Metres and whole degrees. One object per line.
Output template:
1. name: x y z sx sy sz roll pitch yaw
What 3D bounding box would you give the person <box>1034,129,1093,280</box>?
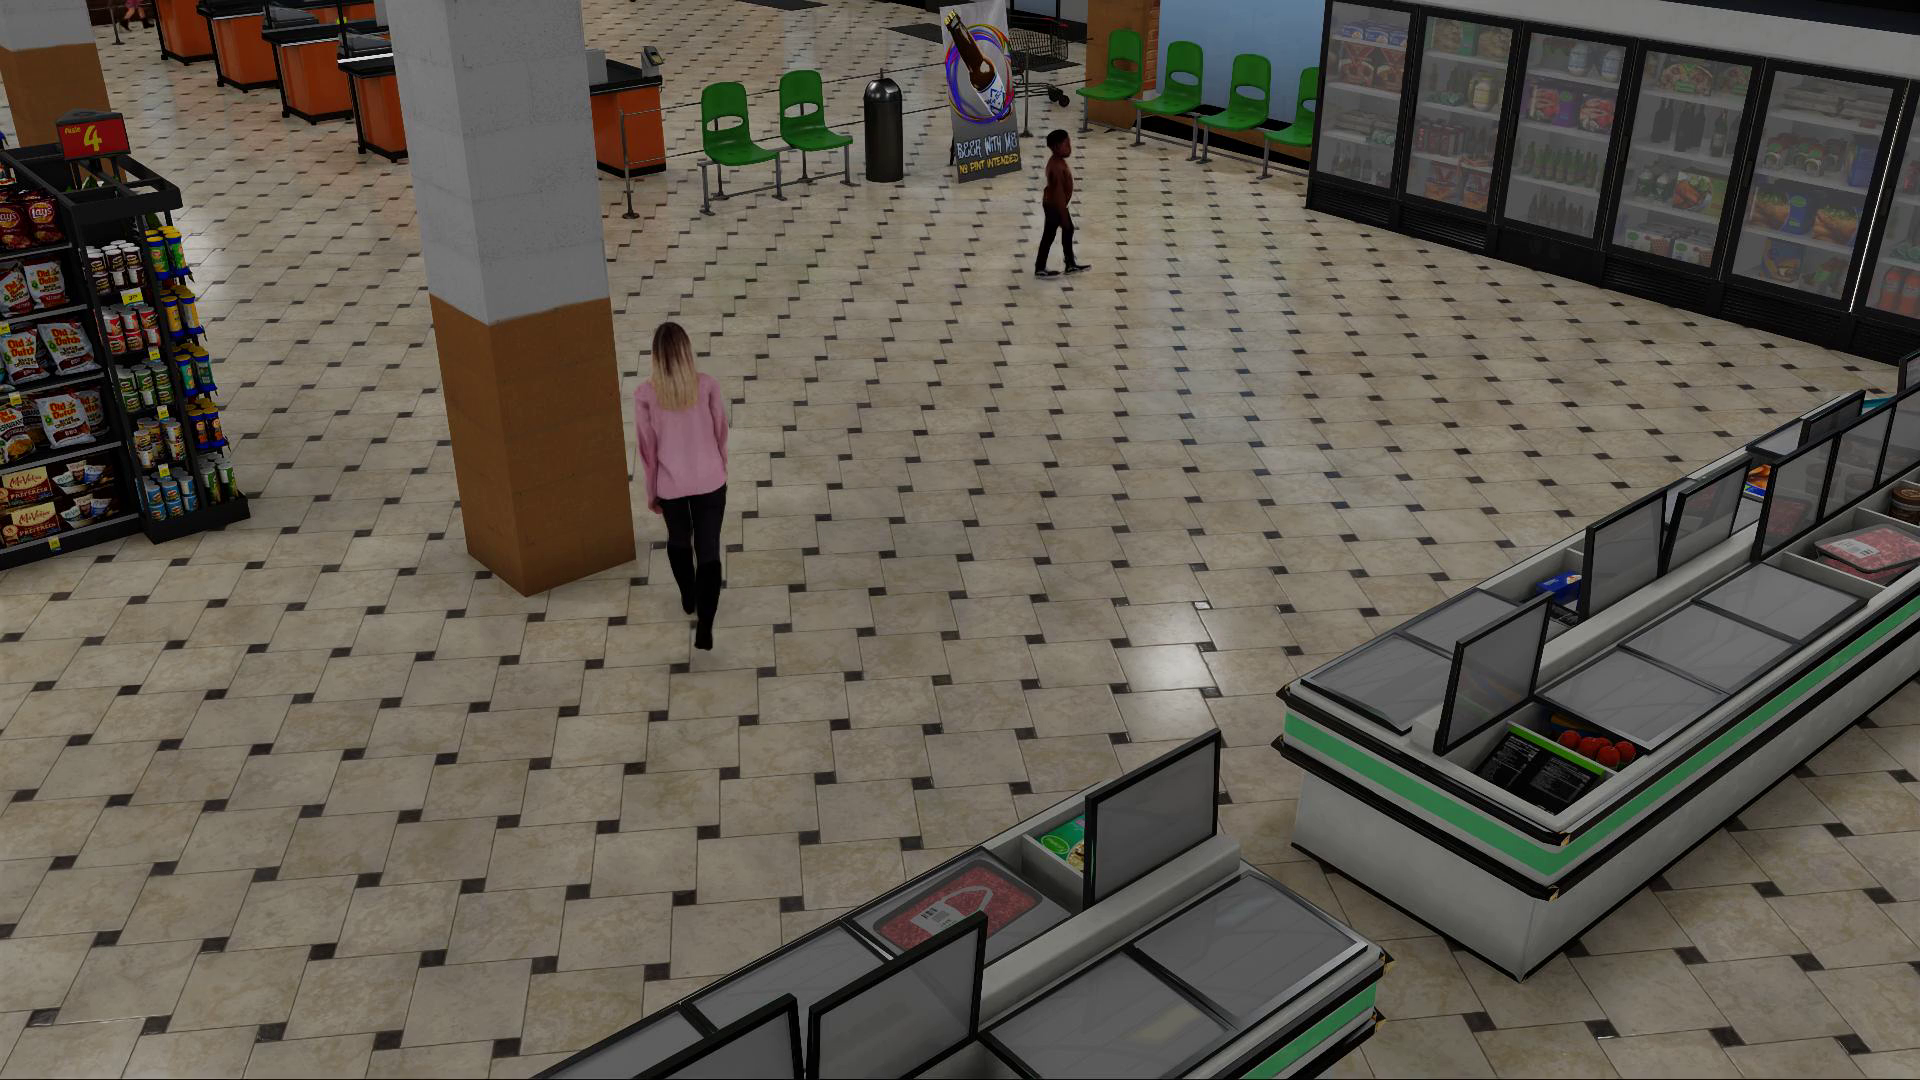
1. person: 0.726 -2.756 13.718 0.819 1.239 0.755 1 27 3

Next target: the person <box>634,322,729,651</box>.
1. person: -1.355 -0.239 8.290 1.093 1.659 1.050 -2 27 -5

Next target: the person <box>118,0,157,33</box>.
1. person: -12.036 -7.895 24.103 0.747 1.012 0.460 -24 35 -39
